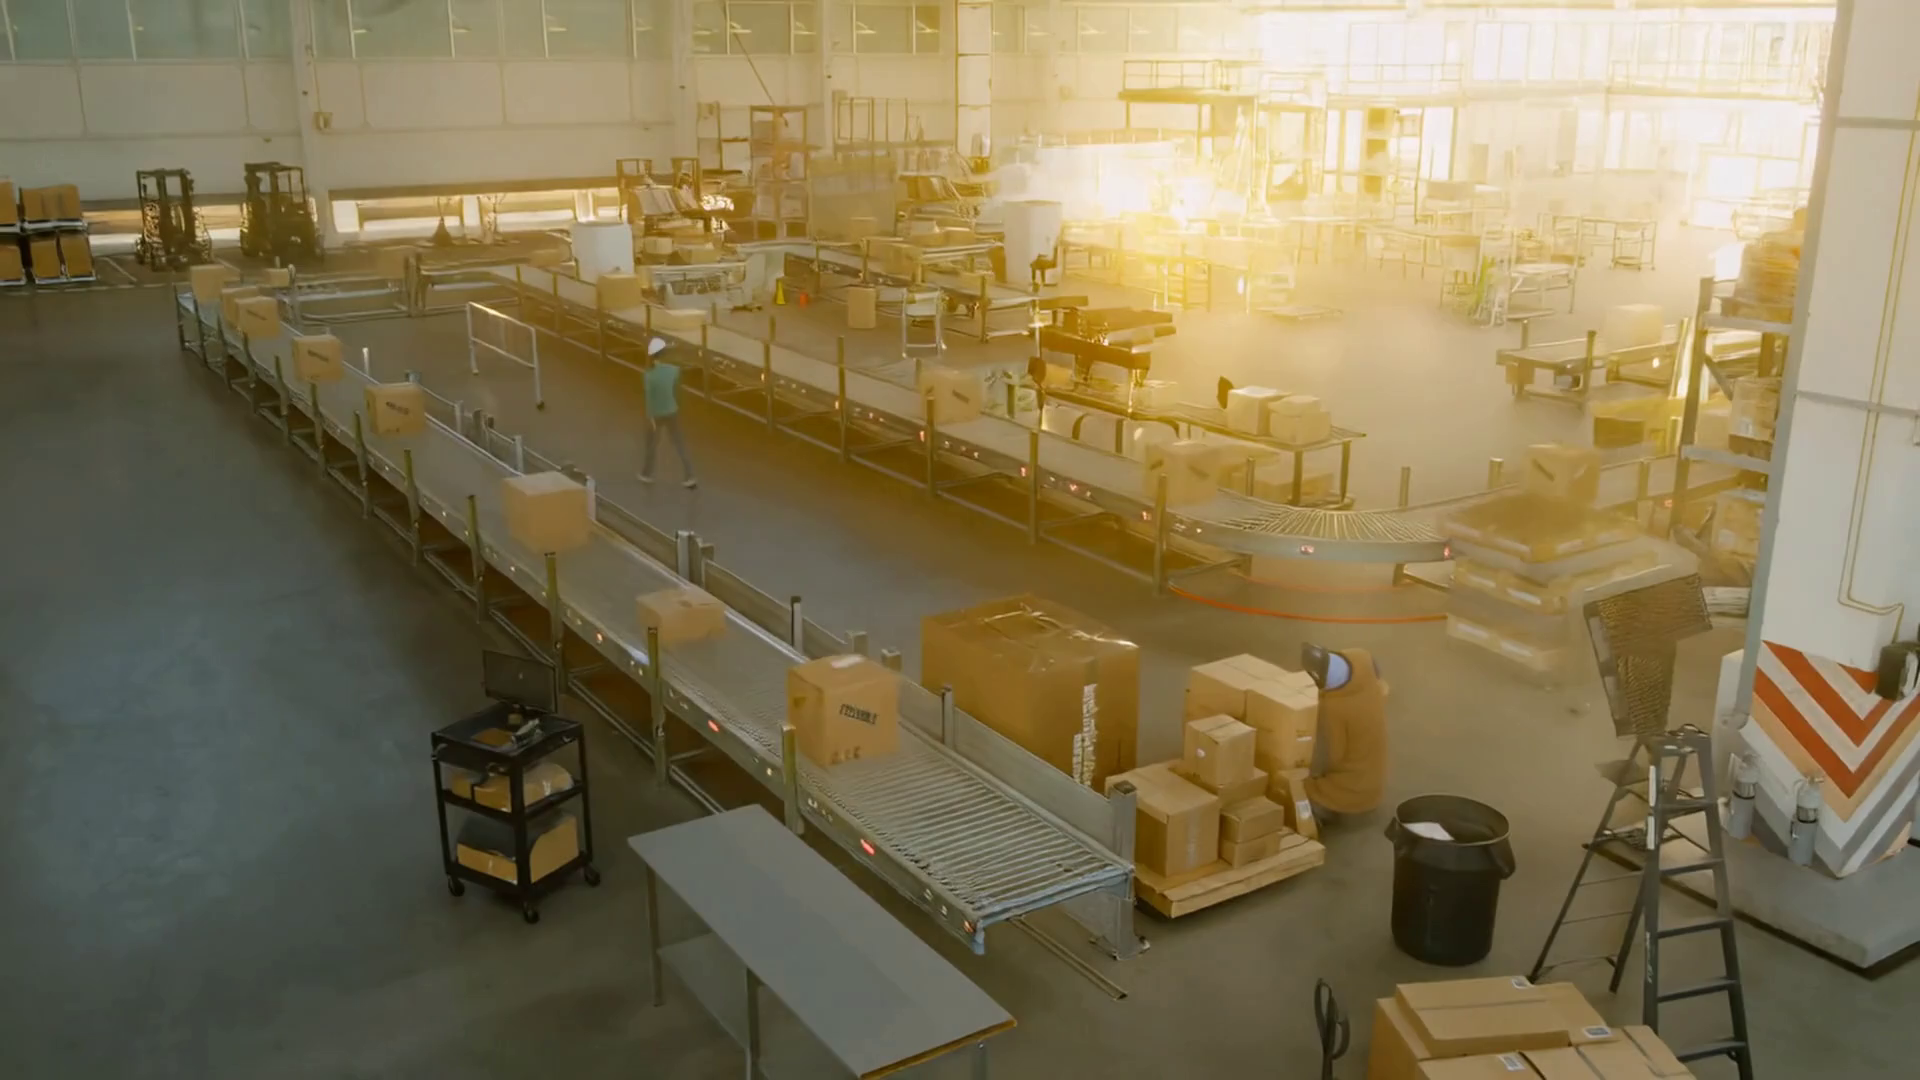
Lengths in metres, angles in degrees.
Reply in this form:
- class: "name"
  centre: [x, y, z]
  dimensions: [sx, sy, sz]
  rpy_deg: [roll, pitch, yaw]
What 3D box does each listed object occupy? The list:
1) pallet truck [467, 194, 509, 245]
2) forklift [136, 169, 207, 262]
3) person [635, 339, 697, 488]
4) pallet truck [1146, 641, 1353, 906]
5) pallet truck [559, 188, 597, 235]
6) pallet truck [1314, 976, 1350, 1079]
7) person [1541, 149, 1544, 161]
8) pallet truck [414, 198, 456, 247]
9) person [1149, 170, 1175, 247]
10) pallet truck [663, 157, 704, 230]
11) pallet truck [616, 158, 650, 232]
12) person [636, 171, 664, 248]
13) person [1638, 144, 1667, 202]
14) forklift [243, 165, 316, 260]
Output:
- class: "pallet truck"
  centre: [-11.983, -8.177, 42.137]
  dimensions: [0.704, 1.261, 1.522]
  rpy_deg: [-11, 20, -33]
- class: "forklift"
  centre: [-17.842, -7.318, 37.559]
  dimensions: [1.157, 1.987, 2.680]
  rpy_deg: [-10, 20, -31]
- class: "person"
  centre: [-3.374, -1.443, 19.004]
  dimensions: [0.526, 1.723, 0.915]
  rpy_deg: [-16, 23, -43]
- class: "pallet truck"
  centre: [1.664, 1.407, 10.232]
  dimensions: [1.630, 1.274, 0.653]
  rpy_deg: [-10, 20, -31]
- class: "pallet truck"
  centre: [-10.010, -8.652, 43.699]
  dimensions: [0.653, 1.274, 1.630]
  rpy_deg: [-10, 20, -31]
- class: "pallet truck"
  centre: [2.299, 2.390, 7.086]
  dimensions: [1.601, 1.201, 0.680]
  rpy_deg: [-2, 17, -7]
- class: "person"
  centre: [21.836, -14.478, 62.499]
  dimensions: [0.501, 1.633, 0.285]
  rpy_deg: [11, 20, 32]
- class: "pallet truck"
  centre: [-13.250, -8.060, 41.856]
  dimensions: [0.680, 1.201, 1.601]
  rpy_deg: [-10, 20, -31]
- class: "person"
  centre: [4.779, -7.723, 39.390]
  dimensions: [0.618, 2.011, 0.771]
  rpy_deg: [2, 17, 7]
- class: "pallet truck"
  centre: [-7.586, -9.308, 44.692]
  dimensions: [0.823, 1.965, 1.885]
  rpy_deg: [-11, 20, -33]
- class: "pallet truck"
  centre: [-8.918, -9.176, 44.255]
  dimensions: [0.823, 1.965, 1.885]
  rpy_deg: [-9, 19, -27]
- class: "person"
  centre: [-7.663, -8.133, 41.032]
  dimensions: [0.647, 1.856, 0.989]
  rpy_deg: [7, 18, 21]
- class: "person"
  centre: [22.144, -11.681, 52.918]
  dimensions: [0.920, 1.804, 0.517]
  rpy_deg: [9, 19, 27]
- class: "forklift"
  centre: [-15.898, -7.669, 38.708]
  dimensions: [1.157, 1.987, 2.680]
  rpy_deg: [-11, 20, -33]
